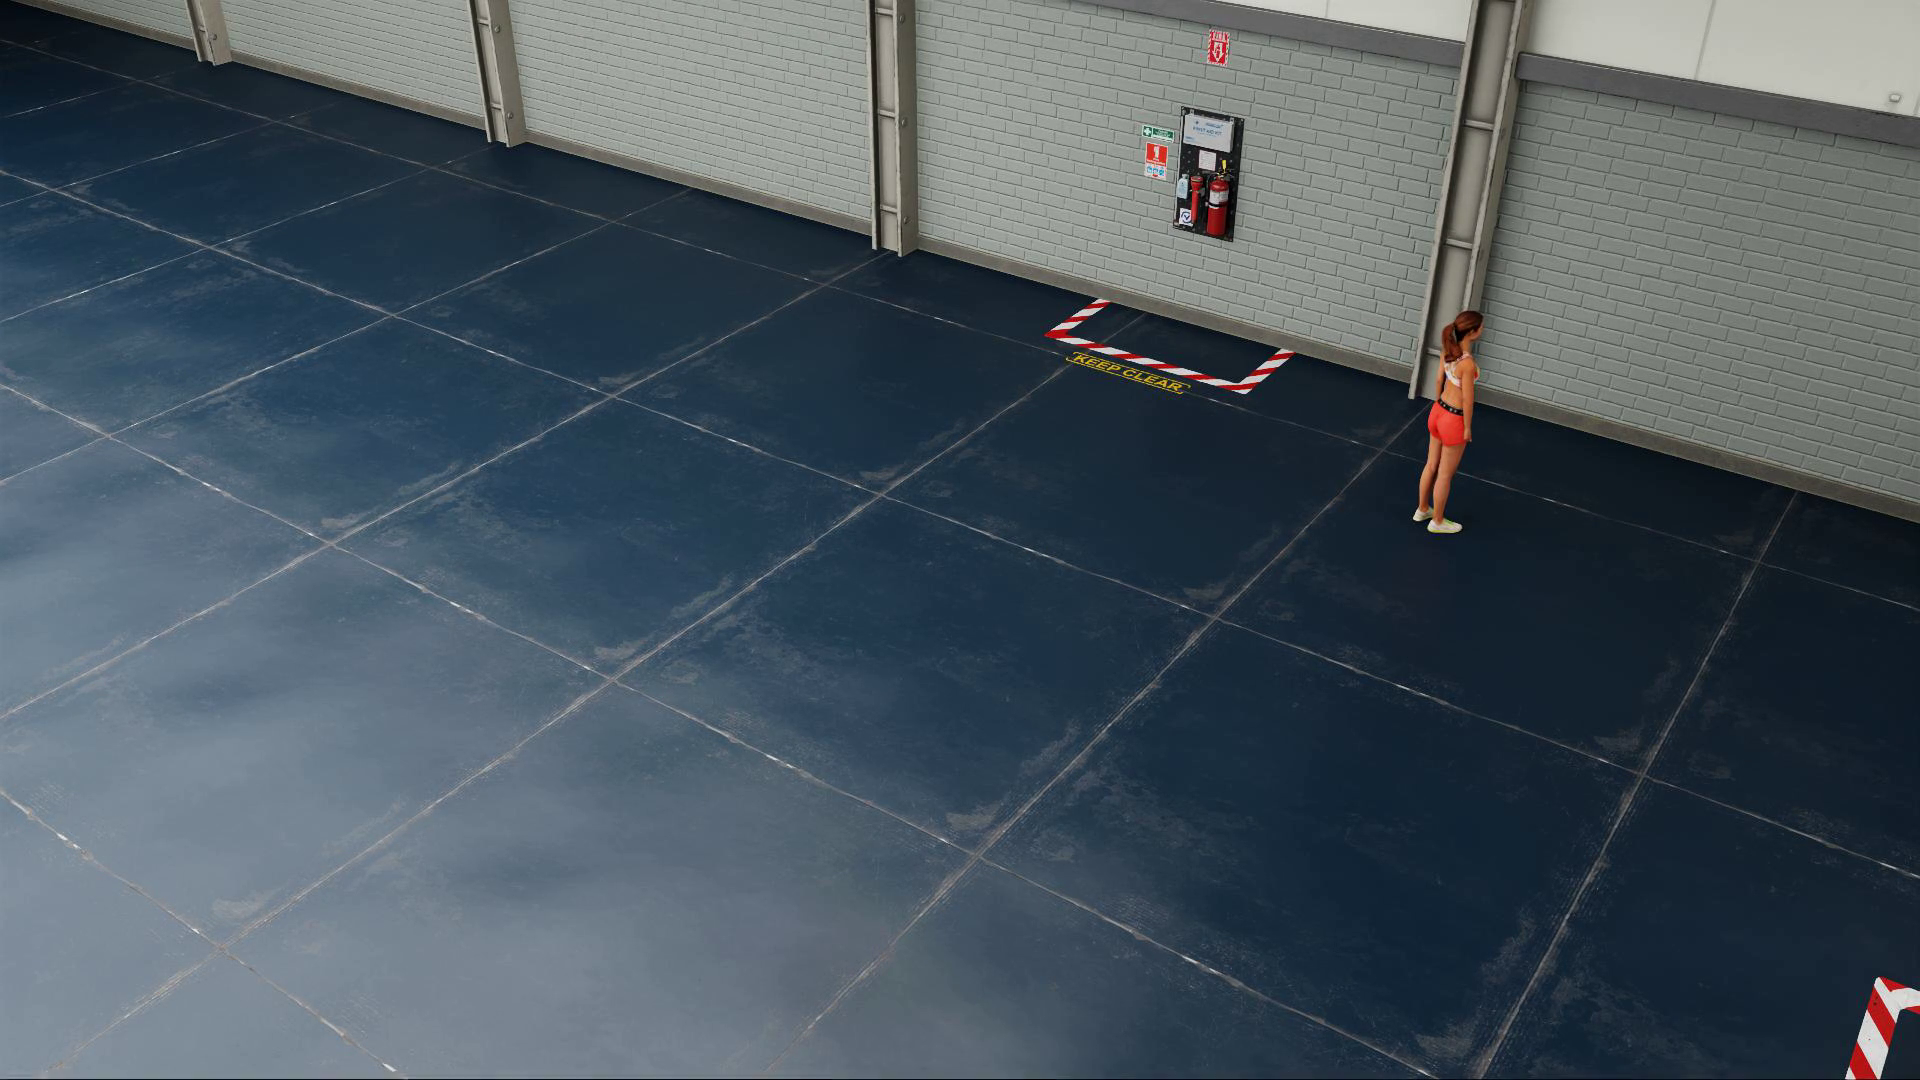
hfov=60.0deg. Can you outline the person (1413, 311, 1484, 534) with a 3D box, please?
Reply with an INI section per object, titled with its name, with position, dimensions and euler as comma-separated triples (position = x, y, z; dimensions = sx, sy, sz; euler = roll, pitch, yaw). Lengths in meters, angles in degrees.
[person]
position = 3.674, -0.886, 12.486
dimensions = 0.734, 1.788, 0.662
euler = -9, 33, -14
